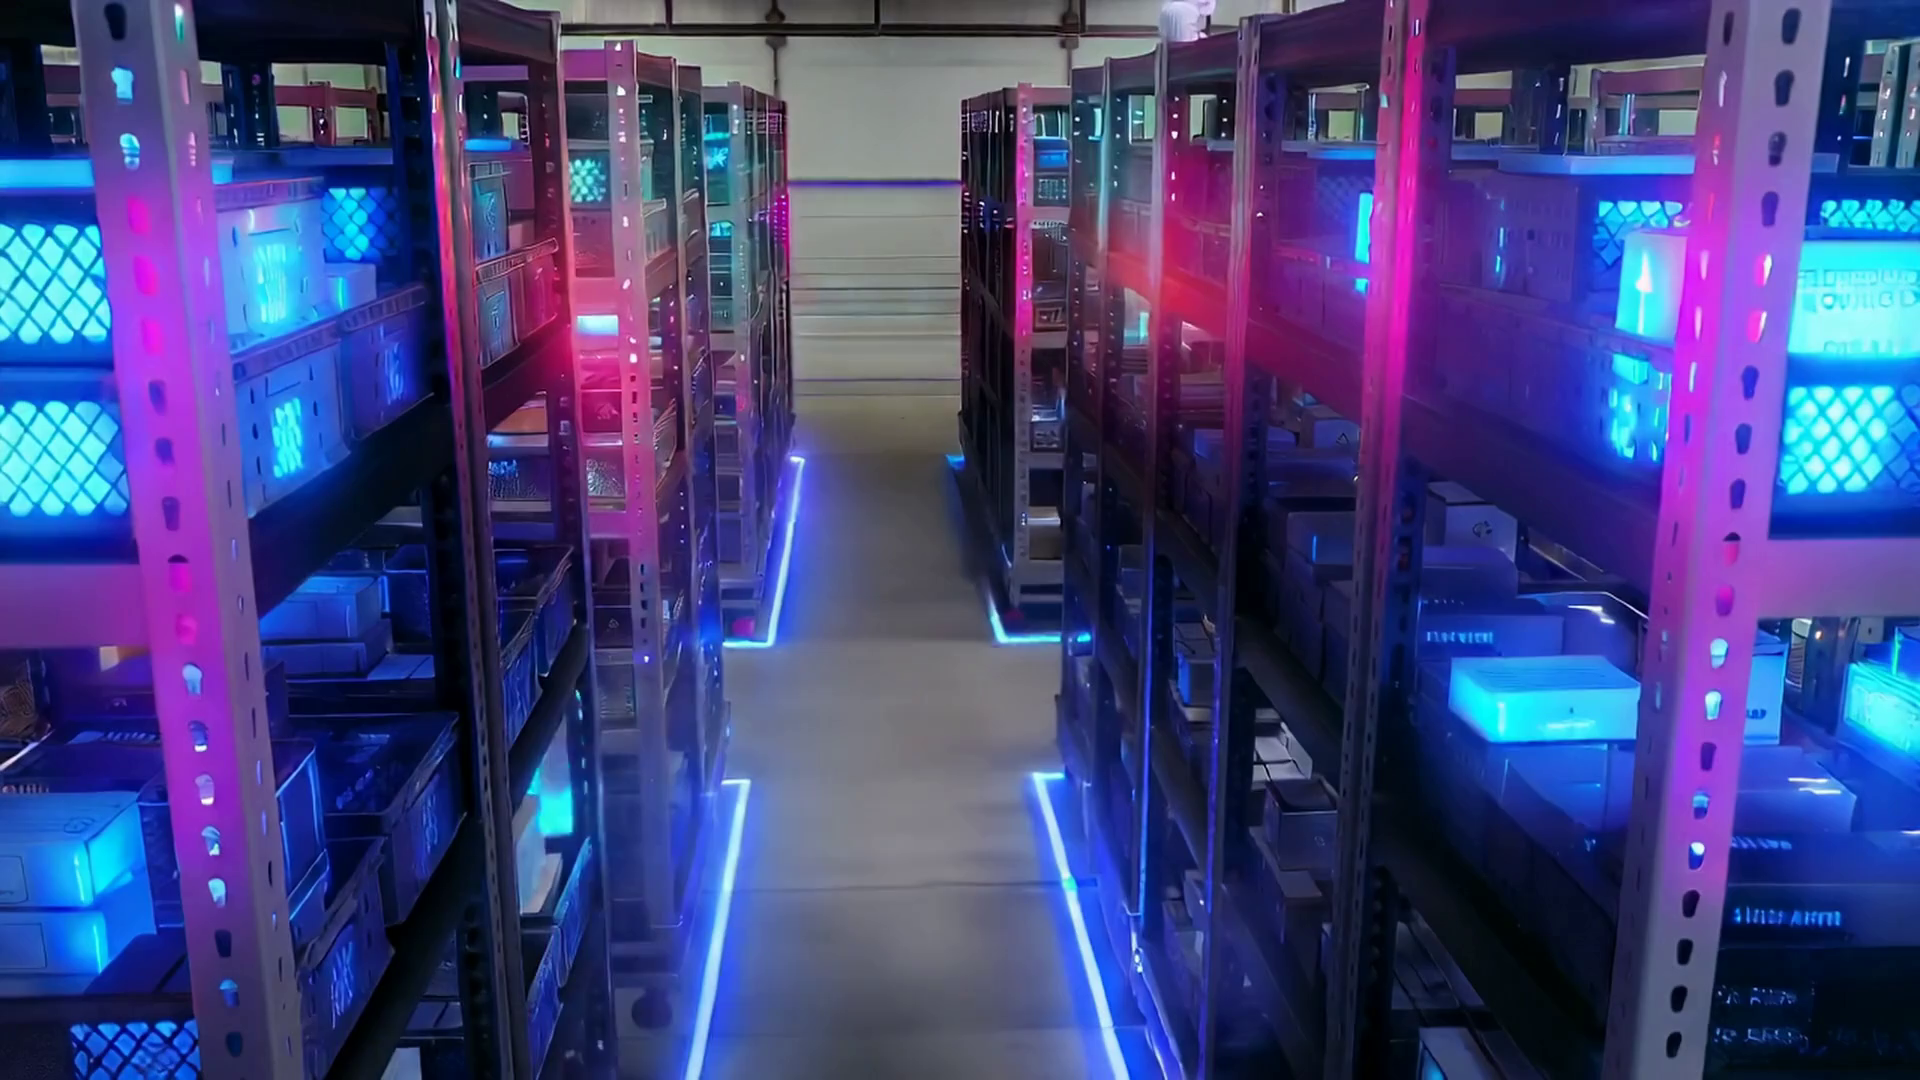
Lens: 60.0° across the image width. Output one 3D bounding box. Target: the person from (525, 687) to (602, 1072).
[{"bbox_3d":[-1.456,1.077,5.655,0.434,1.818,0.585,7,15,25],"label":"person"}]
